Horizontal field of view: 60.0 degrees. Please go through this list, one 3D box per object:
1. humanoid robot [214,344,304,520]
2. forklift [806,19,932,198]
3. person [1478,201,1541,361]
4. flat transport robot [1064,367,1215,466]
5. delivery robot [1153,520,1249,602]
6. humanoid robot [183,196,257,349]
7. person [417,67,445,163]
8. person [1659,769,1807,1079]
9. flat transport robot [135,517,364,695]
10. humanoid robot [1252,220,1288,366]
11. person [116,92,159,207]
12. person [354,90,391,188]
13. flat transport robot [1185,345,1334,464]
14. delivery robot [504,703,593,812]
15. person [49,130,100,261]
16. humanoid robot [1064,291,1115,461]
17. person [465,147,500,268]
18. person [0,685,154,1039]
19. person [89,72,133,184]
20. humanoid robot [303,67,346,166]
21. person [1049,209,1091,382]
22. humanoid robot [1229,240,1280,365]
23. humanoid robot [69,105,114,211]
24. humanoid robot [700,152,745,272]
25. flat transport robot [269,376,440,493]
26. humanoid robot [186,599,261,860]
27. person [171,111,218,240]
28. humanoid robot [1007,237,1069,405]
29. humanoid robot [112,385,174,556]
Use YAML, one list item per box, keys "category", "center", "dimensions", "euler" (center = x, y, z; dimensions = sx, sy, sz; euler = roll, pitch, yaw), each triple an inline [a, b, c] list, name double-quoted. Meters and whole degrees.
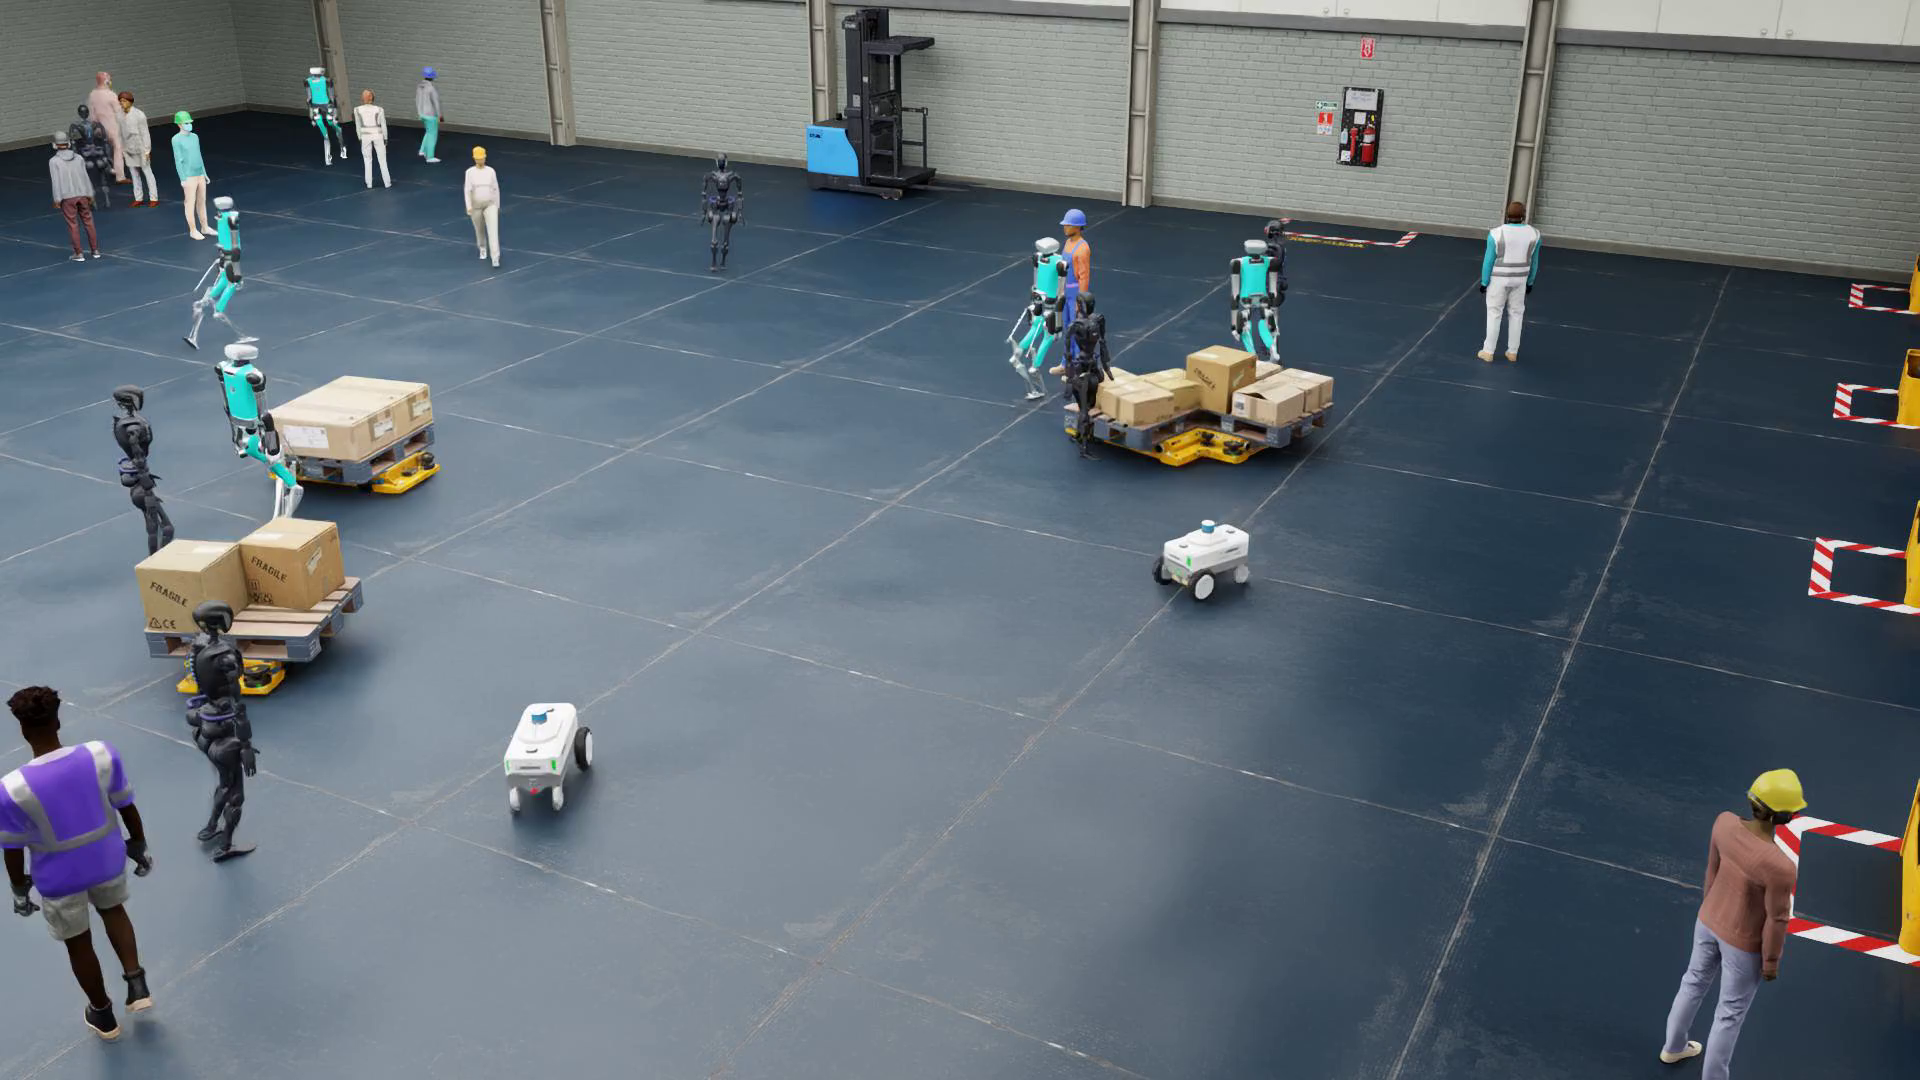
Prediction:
- category: "humanoid robot"
  center: [-5.919, -0.860, 14.329]
  dimensions: [0.552, 1.814, 0.666]
  euler: [13, 26, 27]
- category: "forklift"
  center: [-1.573, -7.292, 27.850]
  dimensions: [1.873, 2.768, 1.129]
  euler: [12, 26, 25]
- category: "person"
  center: [6.269, -2.959, 19.064]
  dimensions: [0.633, 1.837, 0.429]
  euler: [-1, 23, -2]
- category: "flat transport robot"
  center: [1.807, -1.063, 16.637]
  dimensions: [1.431, 0.231, 0.659]
  euler: [21, 31, 40]
- category: "delivery robot"
  center: [1.993, 0.132, 13.482]
  dimensions: [0.783, 0.586, 0.499]
  euler: [-16, 28, -32]
- category: "humanoid robot"
  center: [-8.850, -3.089, 19.544]
  dimensions: [0.955, 1.779, 0.550]
  euler: [-18, 29, -36]
- category: "person"
  center: [-9.700, -7.767, 30.399]
  dimensions: [0.611, 1.735, 0.396]
  euler: [19, 30, 37]
- category: "person"
  center: [3.727, 1.867, 7.936]
  dimensions: [0.344, 1.759, 0.516]
  euler: [-7, 24, -15]
- category: "flat transport robot"
  center: [-5.201, 0.746, 12.427]
  dimensions: [0.659, 0.231, 1.431]
  euler: [1, 23, 3]
- category: "humanoid robot"
  center: [3.509, -2.825, 18.967]
  dimensions: [0.568, 1.645, 0.609]
  euler: [15, 28, 32]
- category: "person"
  center: [-13.317, -6.304, 26.863]
  dimensions: [0.503, 1.832, 0.365]
  euler: [2, 23, 4]
- category: "person"
  center: [-9.993, -6.816, 28.312]
  dimensions: [0.505, 1.630, 0.314]
  euler: [-5, 24, -11]
- category: "flat transport robot"
  center: [2.928, -1.081, 16.679]
  dimensions: [0.659, 0.231, 1.431]
  euler: [19, 30, 38]
- category: "delivery robot"
  center: [-2.672, 1.353, 10.676]
  dimensions: [0.499, 0.614, 0.815]
  euler: [-1, 23, -1]
- category: "person"
  center: [-12.569, -4.877, 23.559]
  dimensions: [0.370, 1.811, 0.558]
  euler: [17, 28, 34]
- category: "humanoid robot"
  center: [1.265, -1.626, 16.204]
  dimensions: [0.620, 1.639, 0.613]
  euler: [-19, 30, -37]
- category: "person"
  center: [-6.693, -4.703, 23.356]
  dimensions: [0.458, 1.645, 0.917]
  euler: [-6, 24, -13]
- category: "person"
  center: [-4.386, 1.616, 8.272]
  dimensions: [0.438, 1.941, 0.626]
  euler: [18, 29, 36]
- category: "person"
  center: [-14.514, -7.073, 28.580]
  dimensions: [0.646, 1.891, 0.466]
  euler: [15, 27, 31]
- category: "humanoid robot"
  center: [-11.571, -7.810, 30.512]
  dimensions: [0.544, 1.774, 0.930]
  euler: [-1, 23, -1]
- category: "person"
  center: [1.246, -2.709, 18.392]
  dimensions: [0.362, 1.910, 0.515]
  euler: [-9, 25, -20]
- category: "humanoid robot"
  center: [3.165, -2.212, 17.536]
  dimensions: [0.538, 1.766, 1.031]
  euler: [-3, 23, -7]
- category: "humanoid robot"
  center: [-13.892, -6.111, 26.613]
  dimensions: [0.603, 1.651, 0.352]
  euler: [-17, 29, -35]
- category: "humanoid robot"
  center: [-3.268, -4.500, 22.875]
  dimensions: [0.616, 1.644, 0.521]
  euler: [-5, 24, -11]
- category: "flat transport robot"
  center: [-5.741, -0.699, 15.789]
  dimensions: [1.431, 0.231, 0.659]
  euler: [7, 24, 15]
- category: "humanoid robot"
  center: [-4.369, 1.111, 9.798]
  dimensions: [0.591, 1.634, 0.391]
  euler: [21, 31, 40]
- category: "person"
  center: [-11.439, -5.440, 24.794]
  dimensions: [0.350, 1.874, 0.512]
  euler: [8, 24, 17]
- category: "humanoid robot"
  center: [0.771, -2.256, 17.601]
  dimensions: [0.677, 1.836, 0.539]
  euler: [-15, 28, -31]
- category: "humanoid robot"
  center: [-6.625, -0.474, 13.488]
  dimensions: [0.317, 1.650, 0.608]
  euler: [-12, 26, -26]
